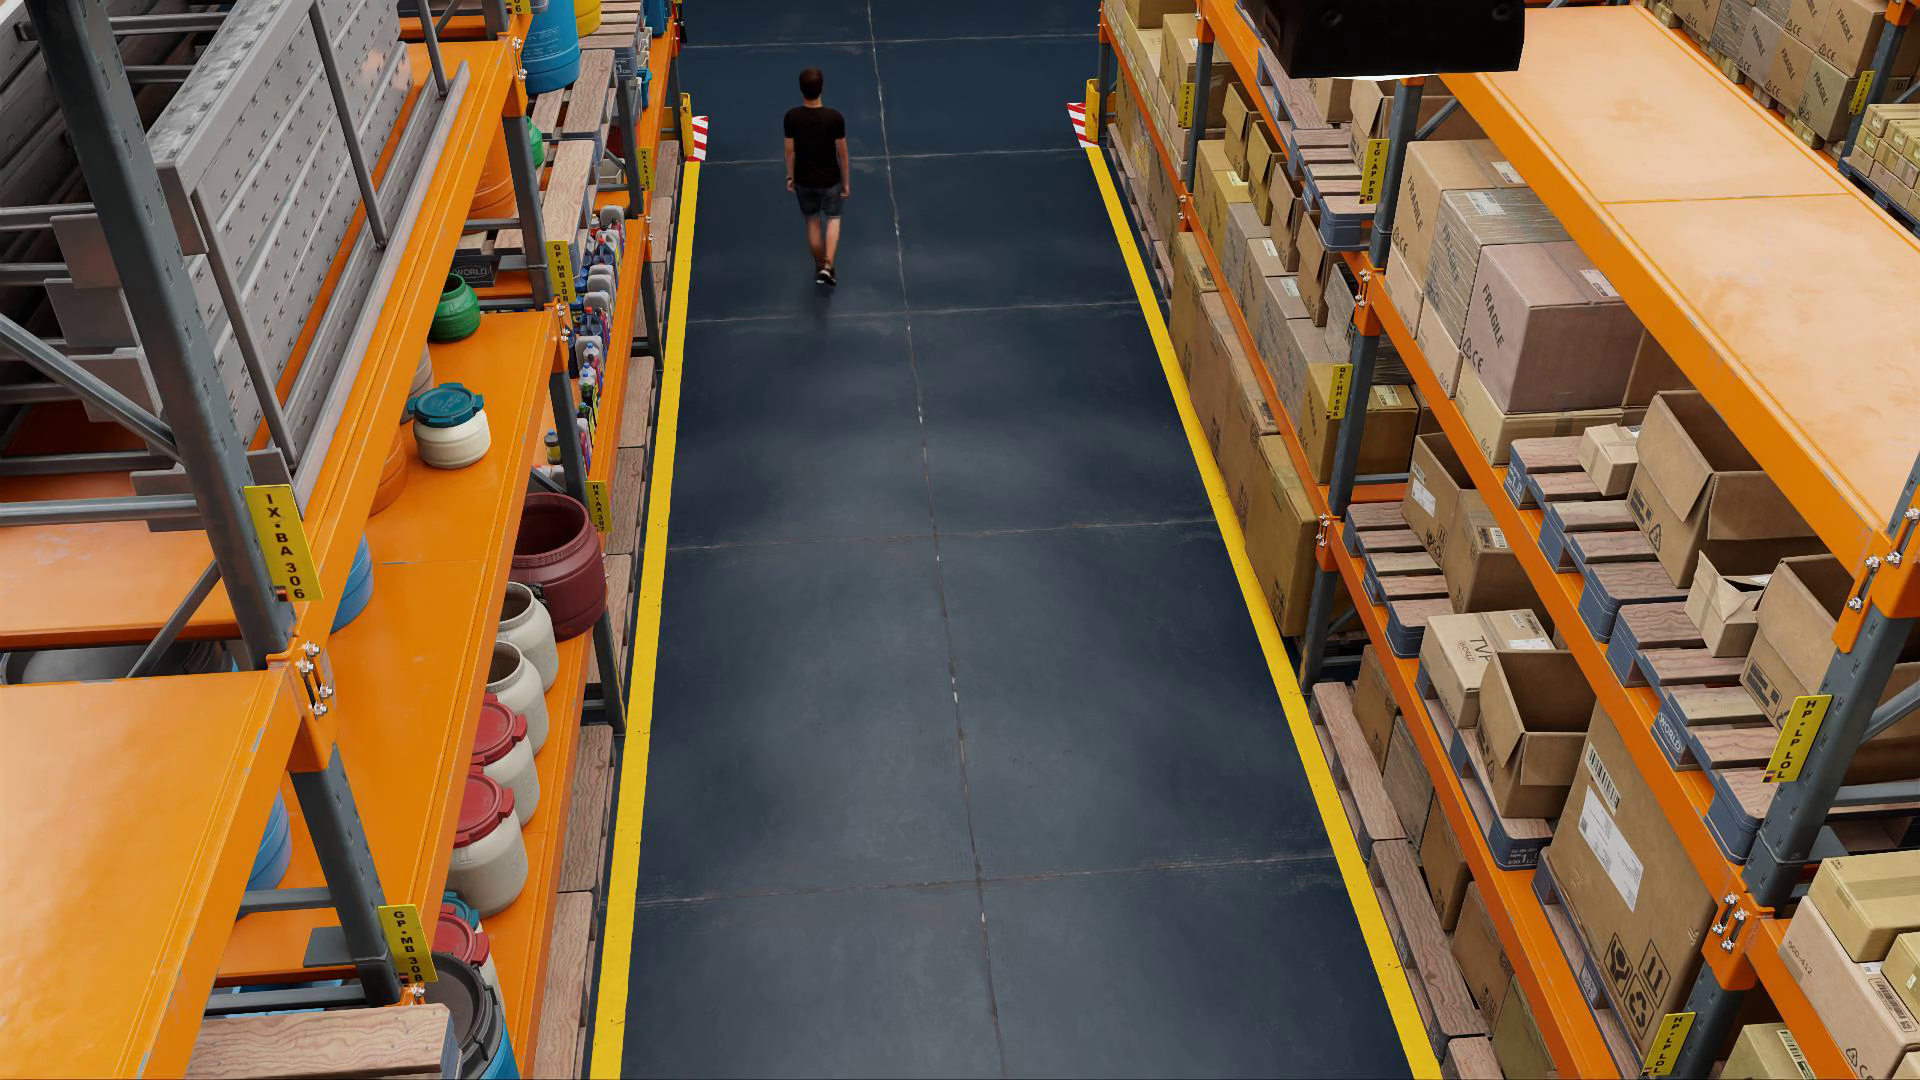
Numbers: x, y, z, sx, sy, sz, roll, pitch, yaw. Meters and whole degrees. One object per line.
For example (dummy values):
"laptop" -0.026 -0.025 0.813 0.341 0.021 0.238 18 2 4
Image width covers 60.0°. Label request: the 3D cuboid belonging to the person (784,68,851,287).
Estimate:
"person" -1.145 -2.821 13.211 0.732 1.835 0.900 1 37 1
